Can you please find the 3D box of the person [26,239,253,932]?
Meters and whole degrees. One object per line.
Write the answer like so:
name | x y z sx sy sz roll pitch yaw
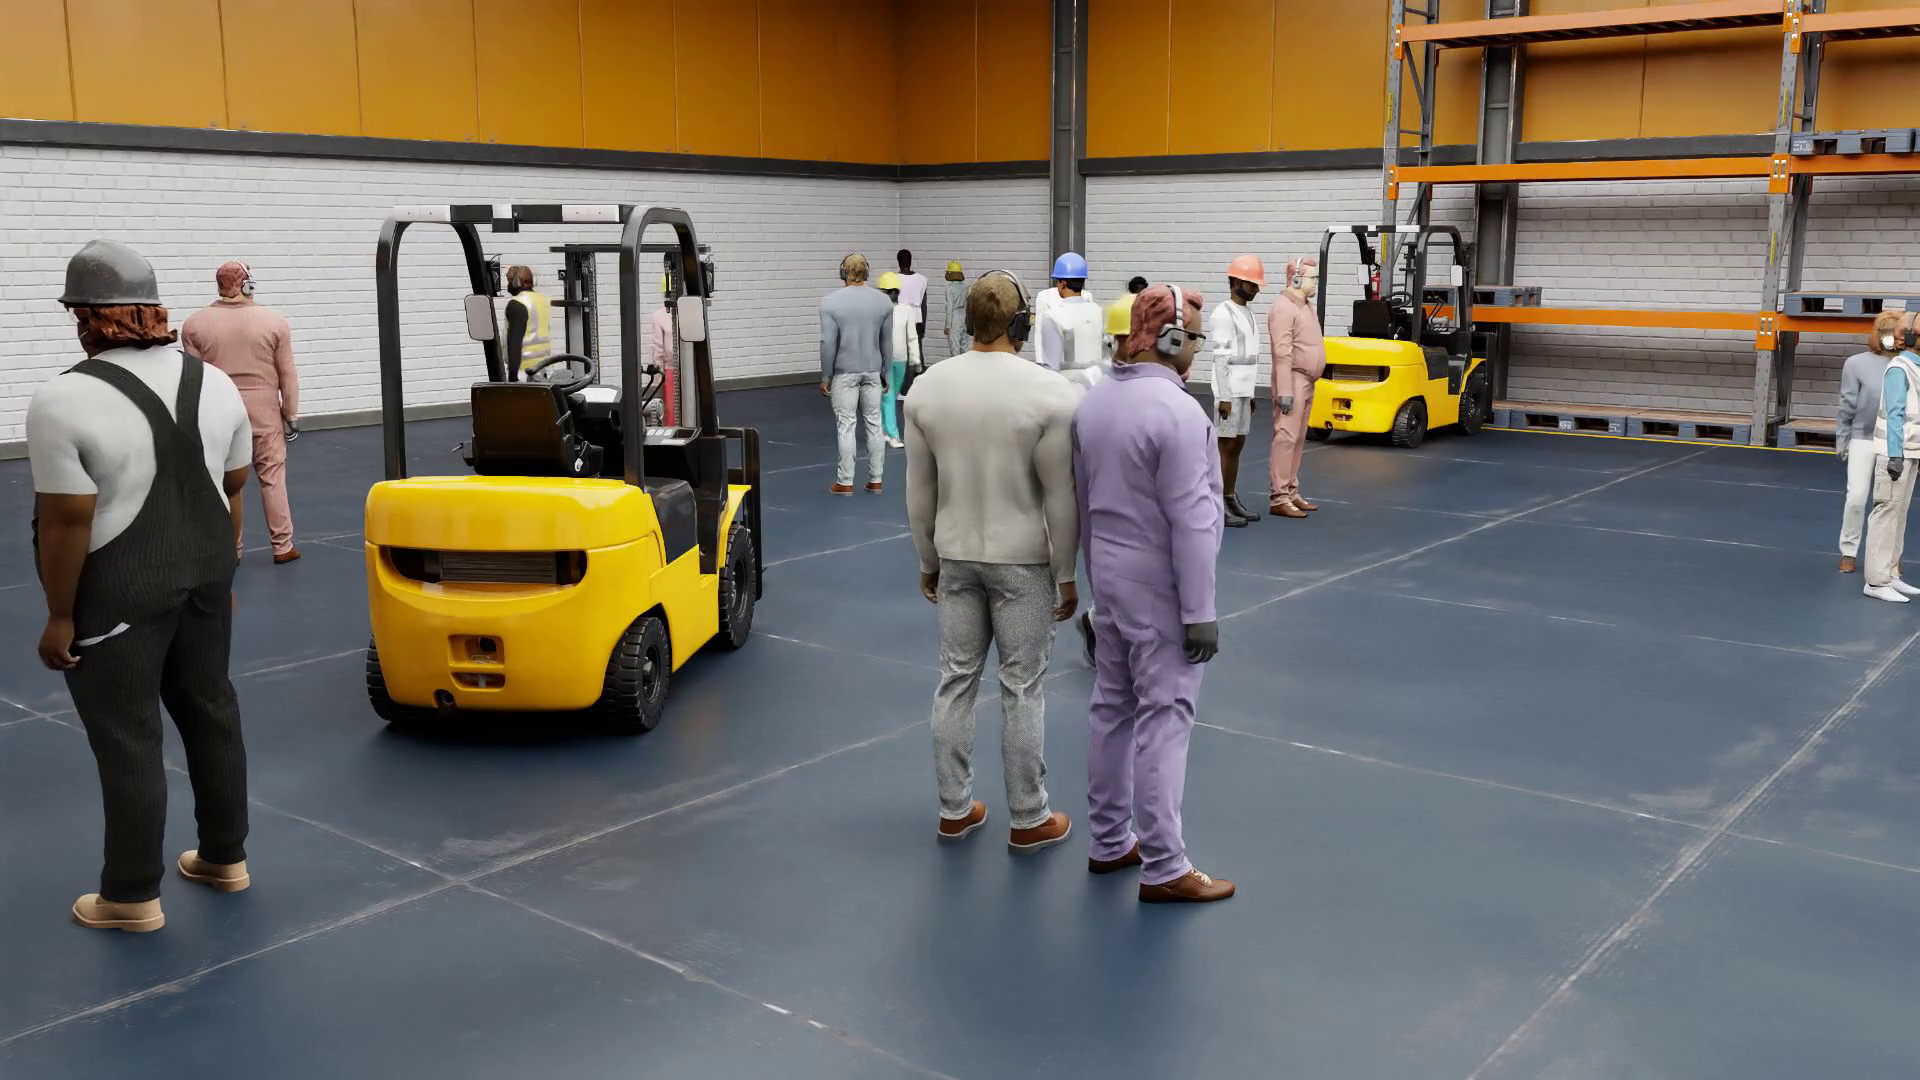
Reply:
person | -2.481 0.132 4.967 0.537 2.000 0.678 5 11 24

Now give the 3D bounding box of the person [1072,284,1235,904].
person | 0.614 0.166 5.172 0.407 1.902 0.639 -5 11 -25

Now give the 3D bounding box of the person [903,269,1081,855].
person | 0.118 0.082 5.531 0.630 1.940 0.371 5 11 26

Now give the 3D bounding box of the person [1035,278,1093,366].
person | 0.979 -1.710 15.607 0.584 1.882 0.337 -3 11 -18

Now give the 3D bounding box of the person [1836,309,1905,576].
person | 5.614 -0.589 10.124 0.501 1.625 0.283 5 11 24

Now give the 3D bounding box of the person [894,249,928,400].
person | -0.671 -2.737 21.214 0.590 1.916 0.399 -7 12 -35

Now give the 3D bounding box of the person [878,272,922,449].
person | -0.712 -1.805 16.564 0.526 1.726 0.856 -6 12 -30

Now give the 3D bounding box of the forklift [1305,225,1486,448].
forklift | 4.449 -2.115 16.993 1.214 2.155 2.313 8 13 38

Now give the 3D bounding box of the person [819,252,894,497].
person | -0.830 -1.313 13.260 0.630 1.940 0.370 -5 11 -27

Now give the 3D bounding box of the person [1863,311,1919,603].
person | 5.347 -0.475 9.444 0.309 1.641 0.514 9 13 40

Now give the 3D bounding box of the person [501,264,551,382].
person | -3.840 -1.563 14.979 0.616 1.819 0.635 1 10 6

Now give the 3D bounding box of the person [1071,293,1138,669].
person | 0.732 -0.204 7.481 0.600 1.806 0.772 -6 12 -30

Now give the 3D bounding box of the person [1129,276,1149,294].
person | 1.888 -2.033 18.060 0.544 1.649 0.880 -4 11 -19

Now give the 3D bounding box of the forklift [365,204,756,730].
forklift | -1.766 -0.406 7.525 1.214 2.155 2.313 1 10 7

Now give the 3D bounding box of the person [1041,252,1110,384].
person | 0.763 -0.956 11.251 0.602 1.949 0.395 -8 13 -39

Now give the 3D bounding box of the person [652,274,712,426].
person | -2.488 -1.516 14.899 0.529 1.757 0.367 1 10 6

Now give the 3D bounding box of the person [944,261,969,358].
person | -0.066 -2.997 23.127 0.308 1.744 0.485 7 13 36

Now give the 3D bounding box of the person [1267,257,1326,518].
person | 2.496 -1.127 12.317 0.409 1.905 0.651 5 11 25

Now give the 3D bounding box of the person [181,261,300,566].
person | -4.479 -0.784 10.423 0.650 1.904 0.401 -3 11 -16

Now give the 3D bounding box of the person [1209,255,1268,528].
person | 1.992 -1.062 11.896 0.368 1.929 0.542 6 12 30
